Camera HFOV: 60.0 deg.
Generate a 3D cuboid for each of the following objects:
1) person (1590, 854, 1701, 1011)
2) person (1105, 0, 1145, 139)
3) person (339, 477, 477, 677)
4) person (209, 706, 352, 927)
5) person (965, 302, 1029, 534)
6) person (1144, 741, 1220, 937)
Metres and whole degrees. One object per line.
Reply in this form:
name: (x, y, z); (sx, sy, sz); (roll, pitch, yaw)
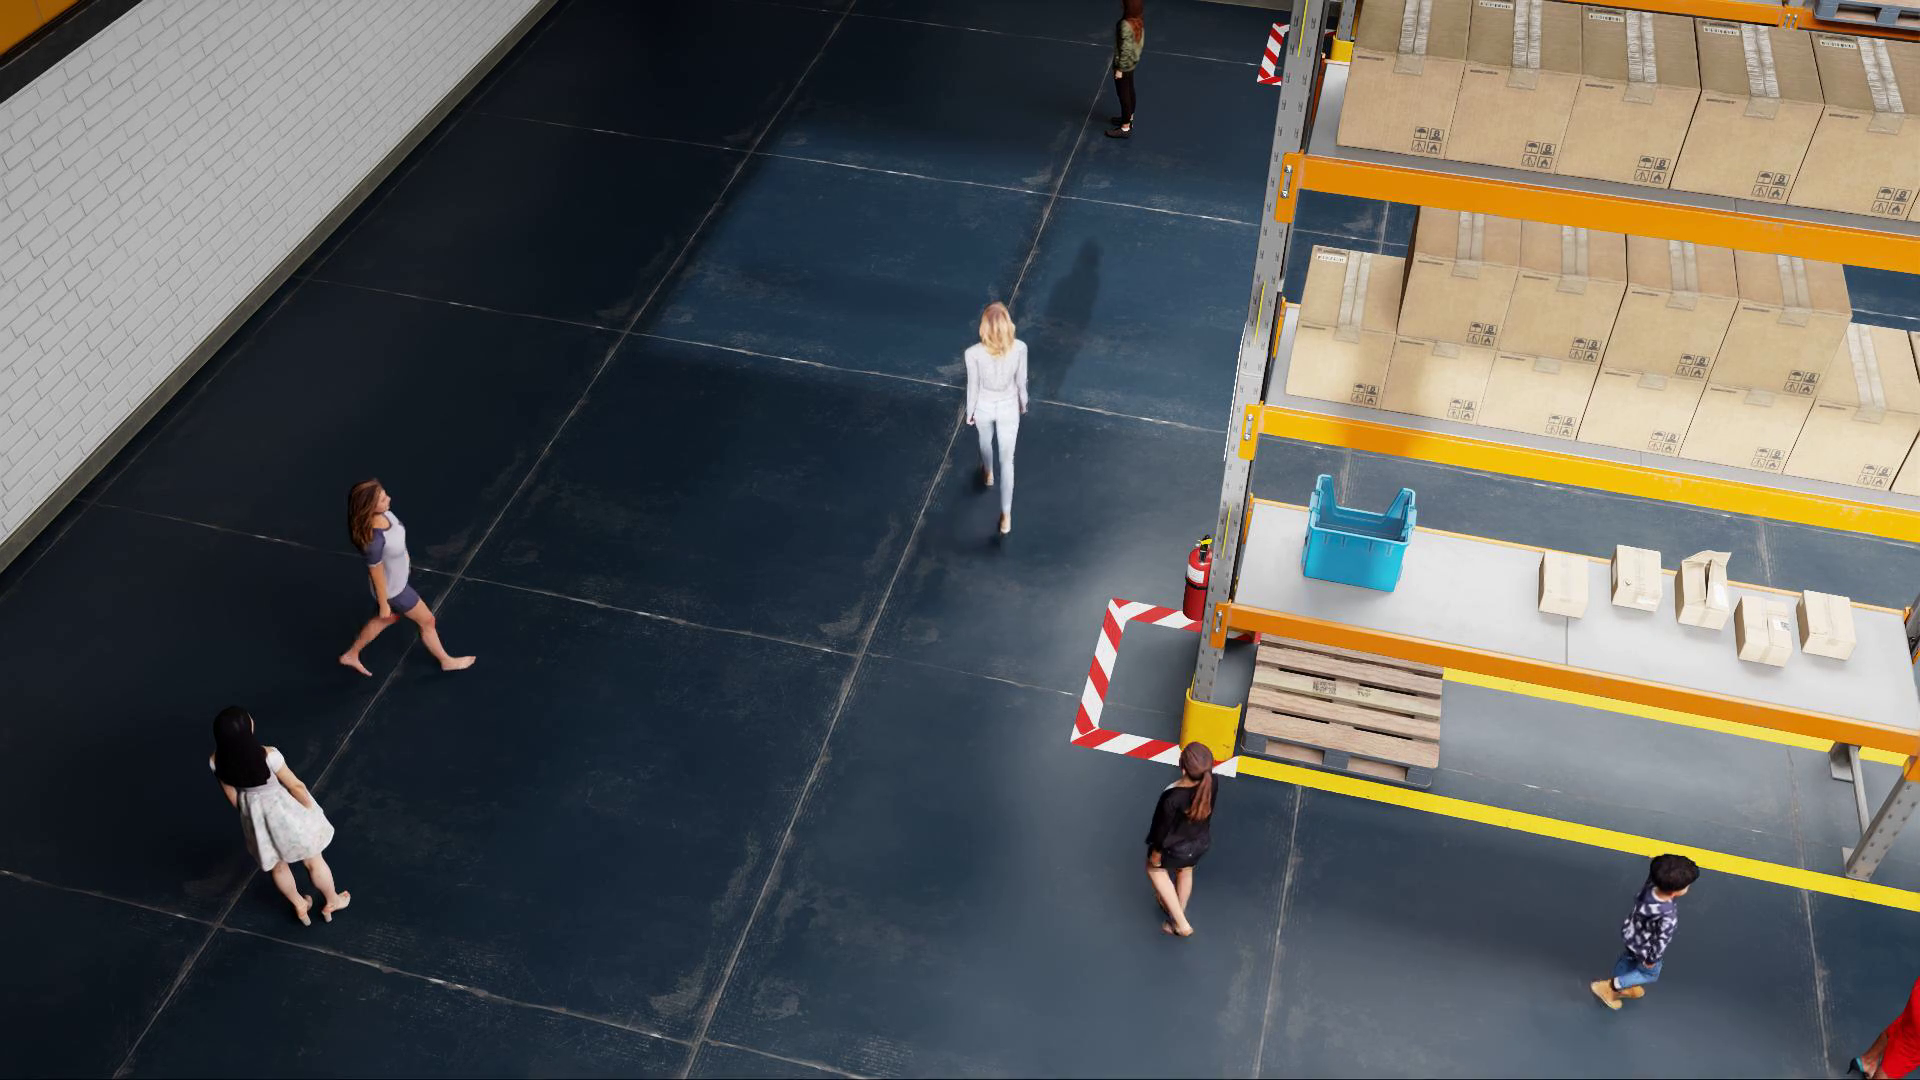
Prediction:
person: (3.654, 2.126, 8.959); (0.612, 1.244, 0.560); (2, 44, 2)
person: (1.580, -4.538, 15.786); (0.515, 1.475, 0.586); (14, 45, 14)
person: (-3.697, 0.289, 10.559); (1.169, 1.696, 0.943); (-10, 44, -10)
person: (-3.773, 1.534, 9.196); (0.670, 1.774, 0.784); (-1, 44, -1)
person: (0.269, -0.840, 11.701); (1.196, 1.756, 0.971); (-4, 44, -4)
person: (1.266, 1.706, 9.180); (0.709, 1.547, 0.768); (-21, 47, -20)
